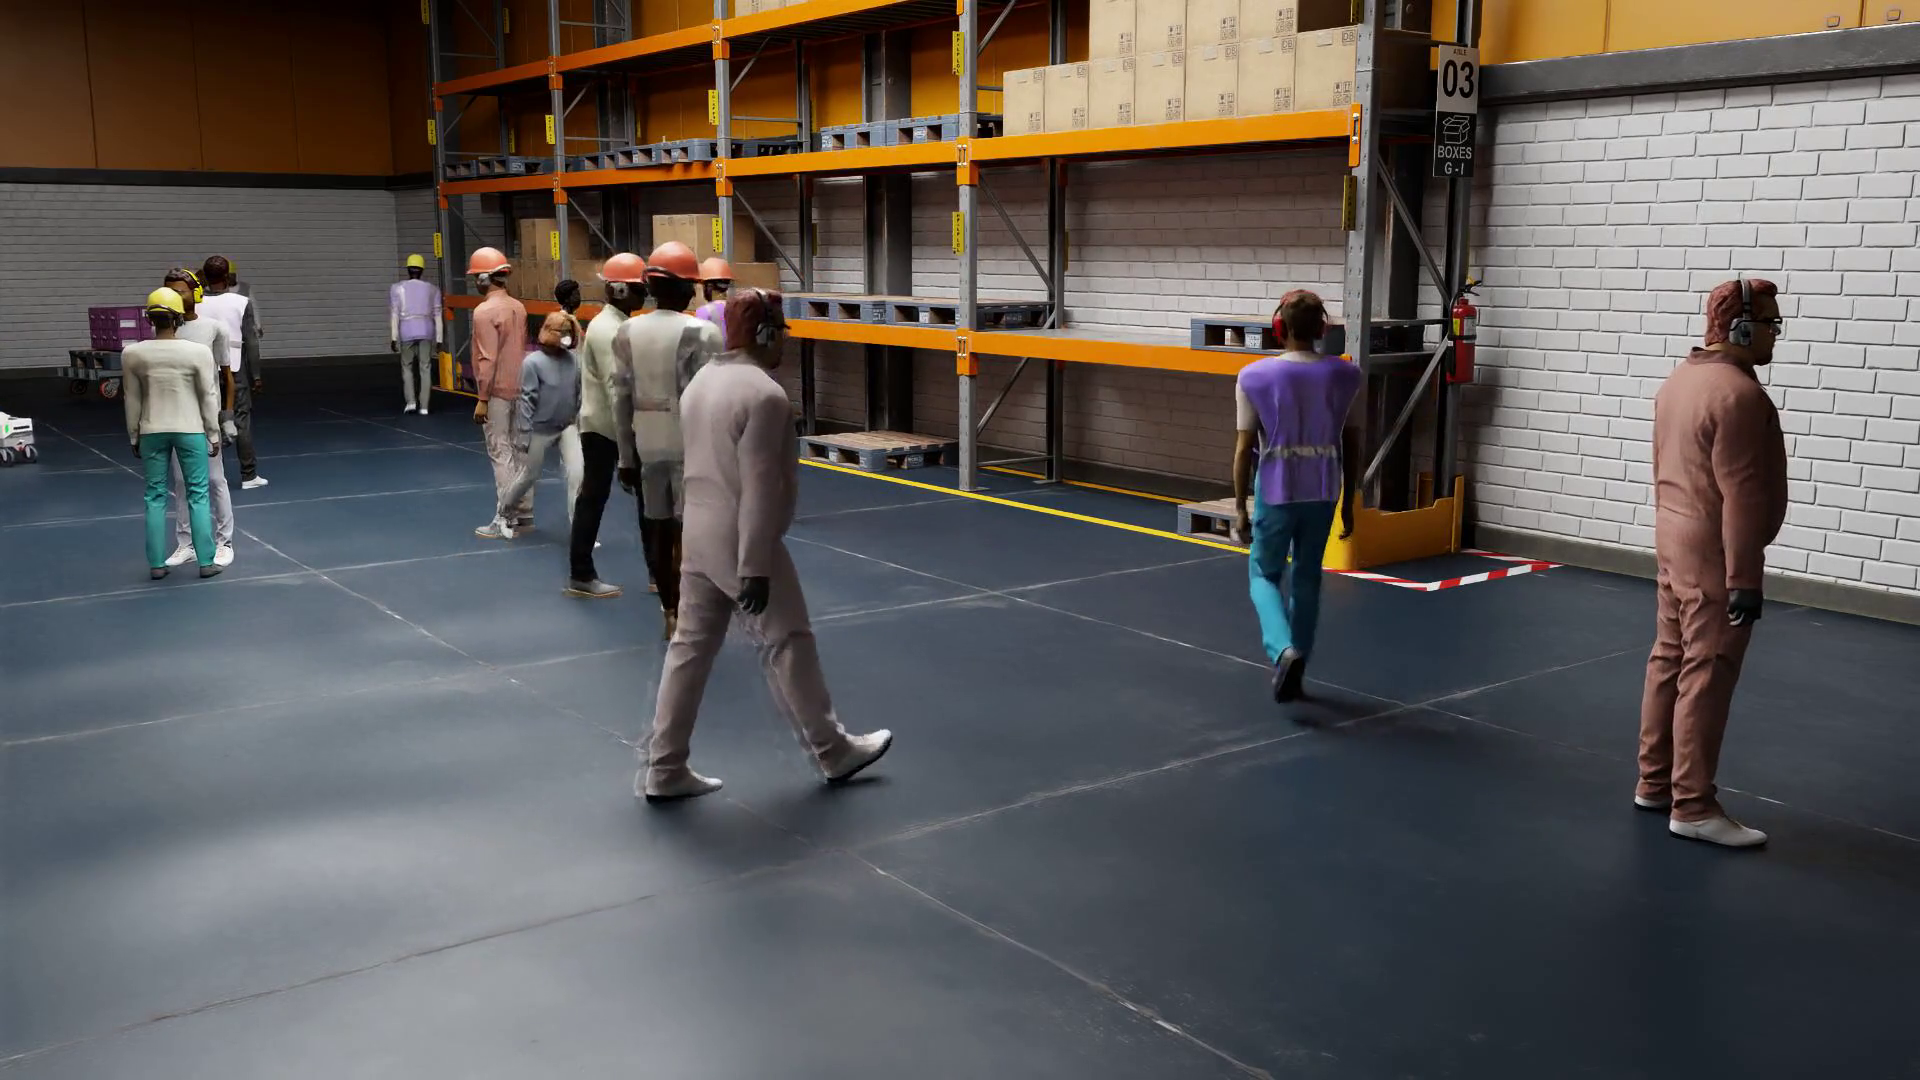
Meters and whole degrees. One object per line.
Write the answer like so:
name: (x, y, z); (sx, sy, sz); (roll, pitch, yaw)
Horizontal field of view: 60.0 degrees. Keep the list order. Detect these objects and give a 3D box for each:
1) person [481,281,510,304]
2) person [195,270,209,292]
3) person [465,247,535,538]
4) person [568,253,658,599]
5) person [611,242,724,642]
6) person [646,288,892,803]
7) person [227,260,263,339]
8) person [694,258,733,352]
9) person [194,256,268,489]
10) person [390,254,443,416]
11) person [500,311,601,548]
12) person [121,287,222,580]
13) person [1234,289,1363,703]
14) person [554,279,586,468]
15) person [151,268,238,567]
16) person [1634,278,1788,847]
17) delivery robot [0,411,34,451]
person: (-5.429, -2.276, 19.615); (0.282, 1.626, 0.491); (10, 14, 44)
person: (-11.351, -3.241, 25.004); (0.273, 1.628, 0.505); (-5, 12, -28)
person: (-3.187, -1.010, 11.481); (0.398, 1.990, 0.622); (2, 10, 11)
person: (-1.852, -0.628, 9.423); (0.889, 1.951, 0.632); (2, 10, 9)
person: (-1.388, -0.451, 8.284); (0.622, 2.043, 0.505); (5, 11, 24)
person: (-0.733, 0.022, 6.081); (0.974, 1.855, 0.681); (-7, 13, -36)
person: (-9.848, -2.903, 22.654); (0.617, 1.775, 0.940); (-6, 12, -31)
person: (-1.725, -1.119, 12.301); (0.558, 1.918, 0.560); (6, 12, 32)
person: (-6.064, -1.369, 13.700); (0.587, 1.920, 0.390); (-1, 10, -4)
person: (-6.415, -2.418, 19.642); (0.608, 1.887, 0.687); (-5, 11, -25)
person: (-2.805, -0.752, 11.196); (0.839, 1.589, 0.512); (9, 14, 41)
person: (-4.748, -0.636, 10.050); (0.527, 1.760, 0.339); (-2, 10, -11)
person: (1.469, -0.165, 7.212); (0.568, 1.829, 0.599); (-1, 10, -4)
person: (-3.539, -1.508, 15.094); (0.321, 1.697, 0.529); (-1, 10, -5)
person: (-4.806, -0.757, 10.420); (0.532, 1.866, 0.321); (0, 10, -2)
person: (2.593, 0.069, 5.681); (0.401, 1.907, 0.648); (0, 10, 2)
delivery robot: (-8.868, -1.007, 15.219); (0.707, 0.478, 0.477); (3, 11, 15)
